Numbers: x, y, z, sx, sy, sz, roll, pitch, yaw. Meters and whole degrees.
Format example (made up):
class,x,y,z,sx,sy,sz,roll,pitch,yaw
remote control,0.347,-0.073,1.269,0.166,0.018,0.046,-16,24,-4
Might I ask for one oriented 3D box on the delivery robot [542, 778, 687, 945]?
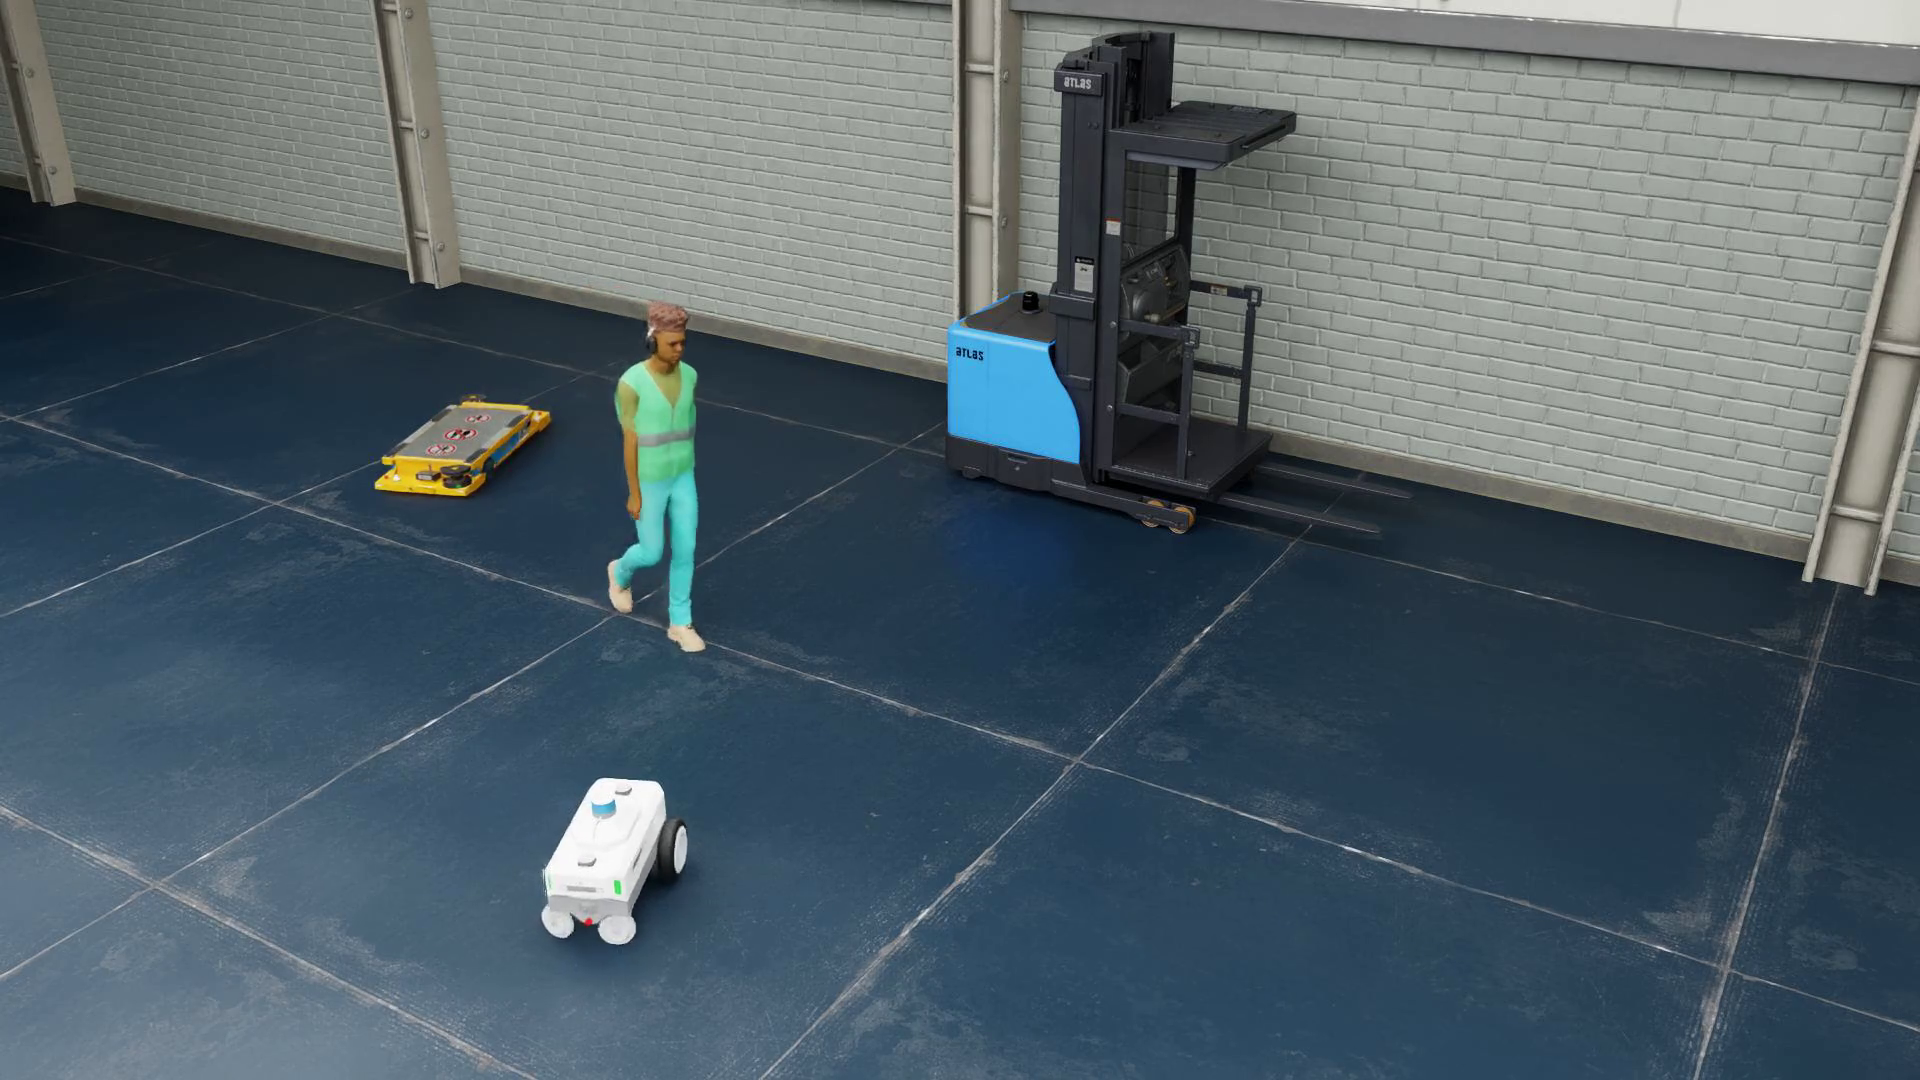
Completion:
class,x,y,z,sx,sy,sz,roll,pitch,yaw
delivery robot,-1.502,1.333,7.109,0.520,0.599,0.771,3,25,5

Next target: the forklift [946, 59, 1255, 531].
class,x,y,z,sx,sy,sz,roll,pitch,yaw
forklift,0.933,-1.707,10.833,1.873,2.768,1.129,15,29,28

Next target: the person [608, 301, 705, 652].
class,x,y,z,sx,sy,sz,roll,pitch,yaw
person,-1.654,-0.365,9.061,0.524,1.957,0.660,-20,32,-36

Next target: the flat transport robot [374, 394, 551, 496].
class,x,y,z,sx,sy,sz,roll,pitch,yaw
flat transport robot,-3.468,-0.674,11.684,0.659,0.231,1.431,4,26,9
